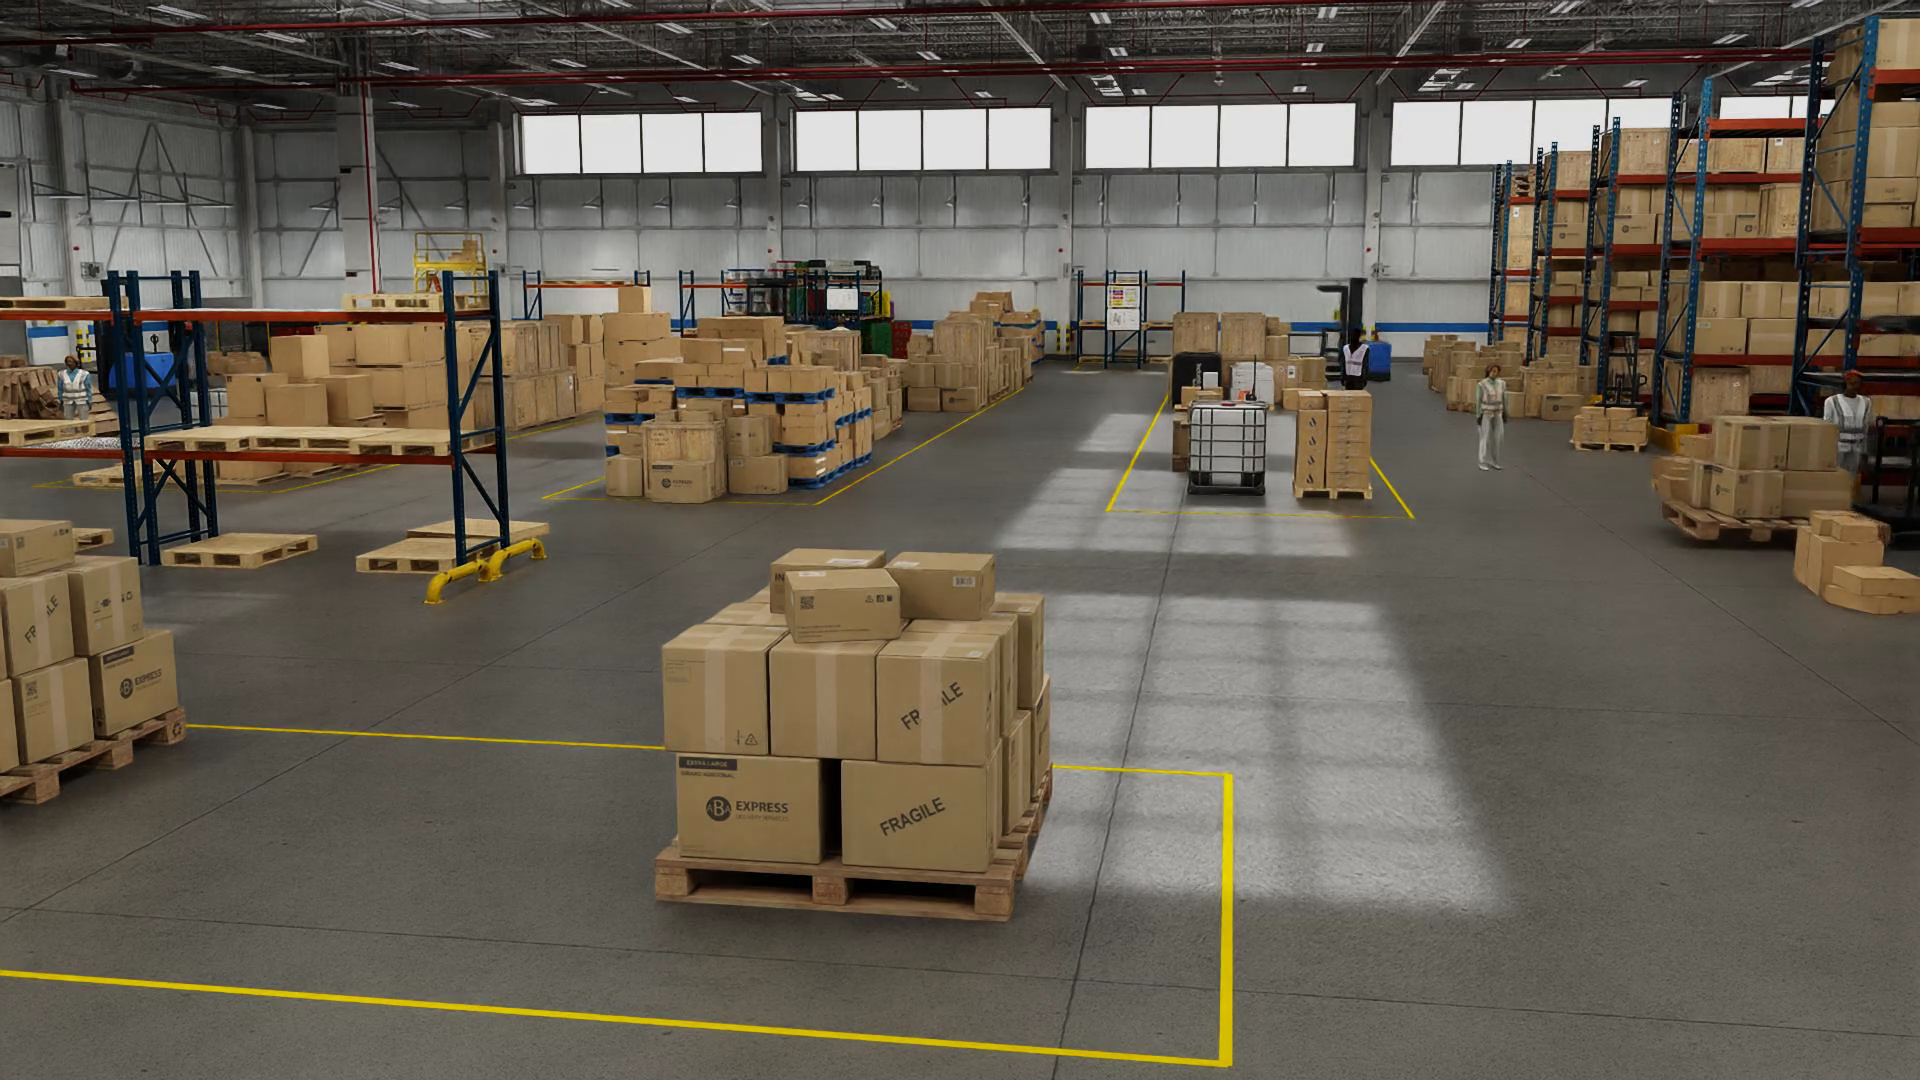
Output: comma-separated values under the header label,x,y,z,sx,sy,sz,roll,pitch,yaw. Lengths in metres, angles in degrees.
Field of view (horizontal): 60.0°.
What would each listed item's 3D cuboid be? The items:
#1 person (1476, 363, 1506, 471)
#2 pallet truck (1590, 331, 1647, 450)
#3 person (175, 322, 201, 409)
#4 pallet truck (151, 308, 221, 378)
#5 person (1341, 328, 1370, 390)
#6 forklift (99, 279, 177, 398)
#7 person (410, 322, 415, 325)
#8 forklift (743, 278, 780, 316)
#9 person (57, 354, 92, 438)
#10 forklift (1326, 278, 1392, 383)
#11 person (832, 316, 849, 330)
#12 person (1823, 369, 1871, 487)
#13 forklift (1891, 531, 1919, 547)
label,x,y,z,sx,sy,sz,roll,pitch,yaw
person,8.050,-1.866,25.254,0.536,1.631,0.323,-3,10,-18
pallet truck,11.253,-2.573,28.499,0.823,1.965,1.885,5,10,27
person,-16.931,-3.861,36.771,0.562,1.907,0.949,7,11,36
pallet truck,-21.869,-5.598,47.154,0.823,1.965,1.885,4,10,26
person,7.761,-3.199,32.641,0.385,1.911,0.592,-9,13,-43
forklift,-19.606,-4.720,39.027,1.873,2.768,1.129,1,9,9
person,-17.277,-6.518,53.224,0.637,1.876,1.041,7,11,36
forklift,-5.268,-5.570,44.268,1.129,2.768,1.873,-5,11,-30
person,-14.757,-2.273,27.745,0.514,1.642,0.310,-3,10,-16
forklift,10.706,-5.688,44.994,1.873,2.768,1.129,1,9,9
person,-2.864,-4.419,40.066,0.629,1.940,0.376,4,10,22
person,10.368,-1.056,19.490,0.581,1.882,0.339,-1,9,-8
forklift,11.216,-1.351,18.243,1.873,2.768,1.129,1,9,9
